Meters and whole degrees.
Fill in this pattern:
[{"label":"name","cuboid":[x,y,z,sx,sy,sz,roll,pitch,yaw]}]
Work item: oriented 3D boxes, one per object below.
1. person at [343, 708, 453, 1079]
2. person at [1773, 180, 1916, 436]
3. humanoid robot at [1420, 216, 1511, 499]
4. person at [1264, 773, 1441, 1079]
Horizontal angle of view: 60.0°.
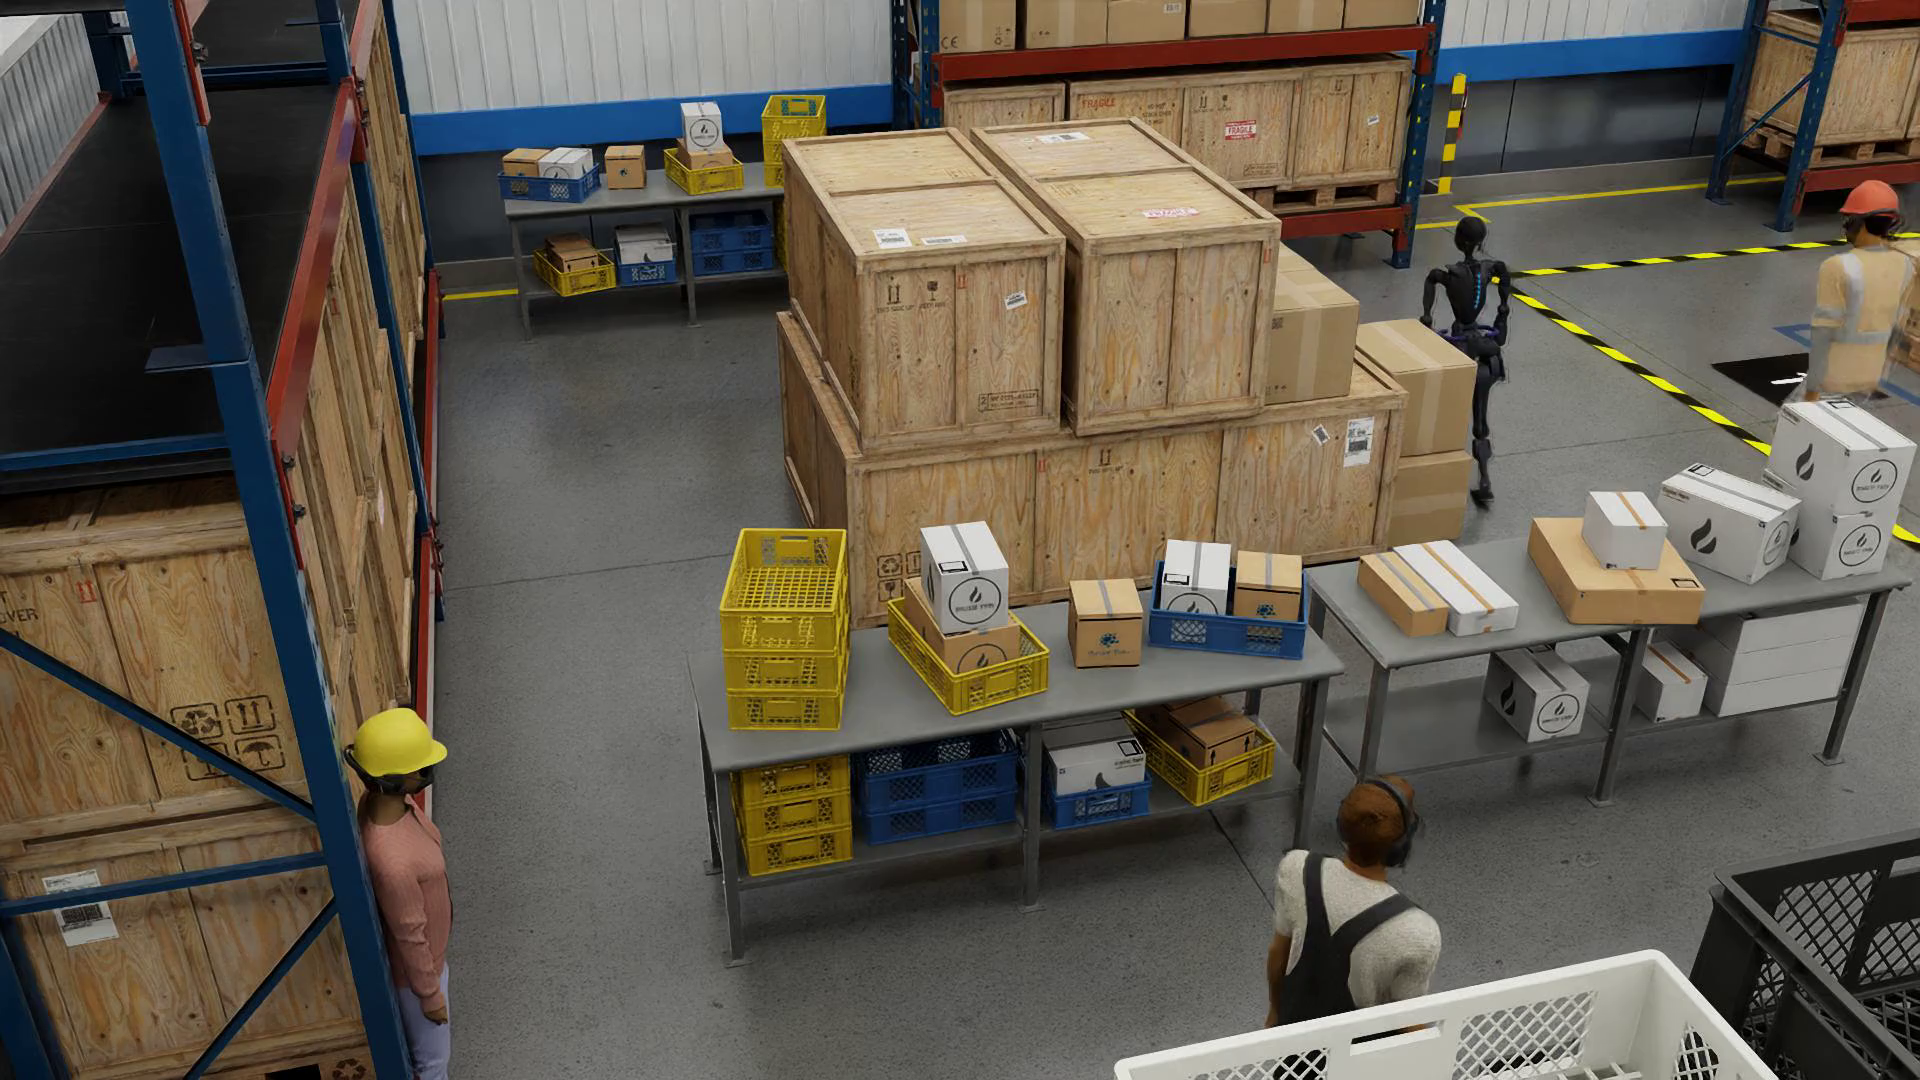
[{"label":"person","cuboid":[-1.684,1.285,5.241,0.337,1.761,0.522,-10,30,-17]},{"label":"person","cuboid":[4.731,-0.914,8.973,0.639,2.005,0.585,-10,30,-17]},{"label":"humanoid robot","cuboid":[2.928,-1.063,9.646,0.595,1.624,0.832,-5,29,-10]},{"label":"person","cuboid":[1.100,1.460,4.845,0.504,1.837,0.338,24,37,37]}]
